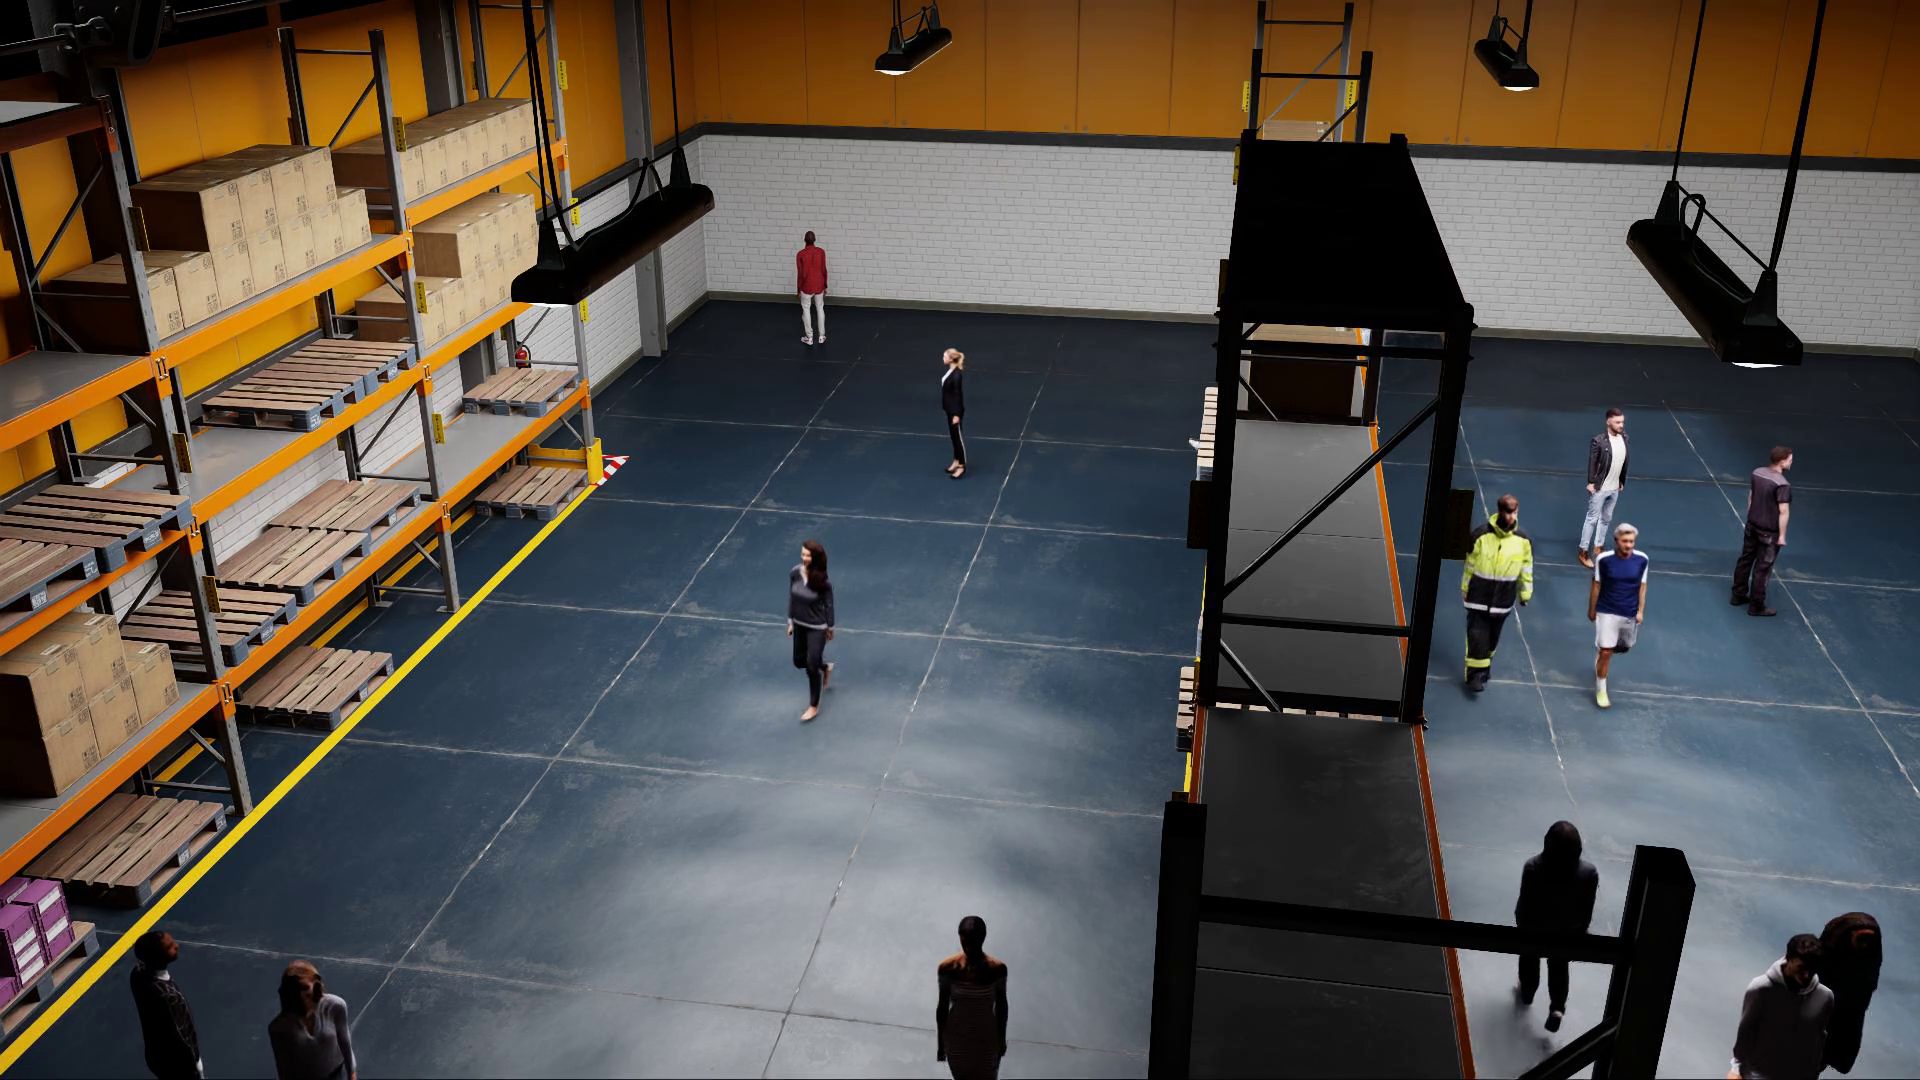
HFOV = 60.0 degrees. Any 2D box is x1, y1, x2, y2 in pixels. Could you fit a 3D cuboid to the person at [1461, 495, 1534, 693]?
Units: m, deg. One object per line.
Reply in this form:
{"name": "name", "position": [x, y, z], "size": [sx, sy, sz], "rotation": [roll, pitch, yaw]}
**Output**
{"name": "person", "position": [5.147, 0.445, 16.110], "size": [0.883, 1.957, 1.038], "rotation": [1, 24, 2]}

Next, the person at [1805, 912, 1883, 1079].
{"name": "person", "position": [5.575, 3.013, 10.678], "size": [0.635, 1.601, 0.768], "rotation": [1, 24, 3]}

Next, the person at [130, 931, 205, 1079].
{"name": "person", "position": [-4.785, 3.150, 10.094], "size": [0.760, 1.819, 0.747], "rotation": [-21, 31, -40]}

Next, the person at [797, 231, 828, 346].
{"name": "person", "position": [-2.359, -4.047, 26.556], "size": [0.755, 1.820, 0.761], "rotation": [-8, 25, -18]}

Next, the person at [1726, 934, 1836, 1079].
{"name": "person", "position": [4.852, 3.148, 9.961], "size": [0.698, 1.930, 0.627], "rotation": [1, 24, 3]}

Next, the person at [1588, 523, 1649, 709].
{"name": "person", "position": [6.228, 0.647, 15.820], "size": [0.698, 1.819, 1.056], "rotation": [3, 24, 6]}

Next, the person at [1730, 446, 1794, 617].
{"name": "person", "position": [8.477, -0.115, 17.531], "size": [0.857, 1.845, 0.689], "rotation": [-5, 24, -12]}

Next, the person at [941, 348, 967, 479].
{"name": "person", "position": [-0.062, -1.623, 21.155], "size": [0.740, 1.704, 0.592], "rotation": [-5, 24, -12]}

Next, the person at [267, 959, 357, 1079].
{"name": "person", "position": [-3.846, 3.226, 9.962], "size": [0.750, 1.786, 0.814], "rotation": [-10, 26, -22]}

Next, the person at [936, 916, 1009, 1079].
{"name": "person", "position": [0.083, 3.047, 10.336], "size": [0.609, 1.814, 0.688], "rotation": [2, 24, 5]}

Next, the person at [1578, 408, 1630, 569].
{"name": "person", "position": [7.237, -0.615, 18.684], "size": [0.738, 1.837, 0.749], "rotation": [-10, 26, -22]}

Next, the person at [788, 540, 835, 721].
{"name": "person", "position": [-1.359, 0.781, 15.599], "size": [0.813, 1.749, 1.027], "rotation": [12, 27, 26]}

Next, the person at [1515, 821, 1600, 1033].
{"name": "person", "position": [4.084, 2.668, 11.498], "size": [0.664, 1.577, 0.898], "rotation": [3, 24, 7]}
